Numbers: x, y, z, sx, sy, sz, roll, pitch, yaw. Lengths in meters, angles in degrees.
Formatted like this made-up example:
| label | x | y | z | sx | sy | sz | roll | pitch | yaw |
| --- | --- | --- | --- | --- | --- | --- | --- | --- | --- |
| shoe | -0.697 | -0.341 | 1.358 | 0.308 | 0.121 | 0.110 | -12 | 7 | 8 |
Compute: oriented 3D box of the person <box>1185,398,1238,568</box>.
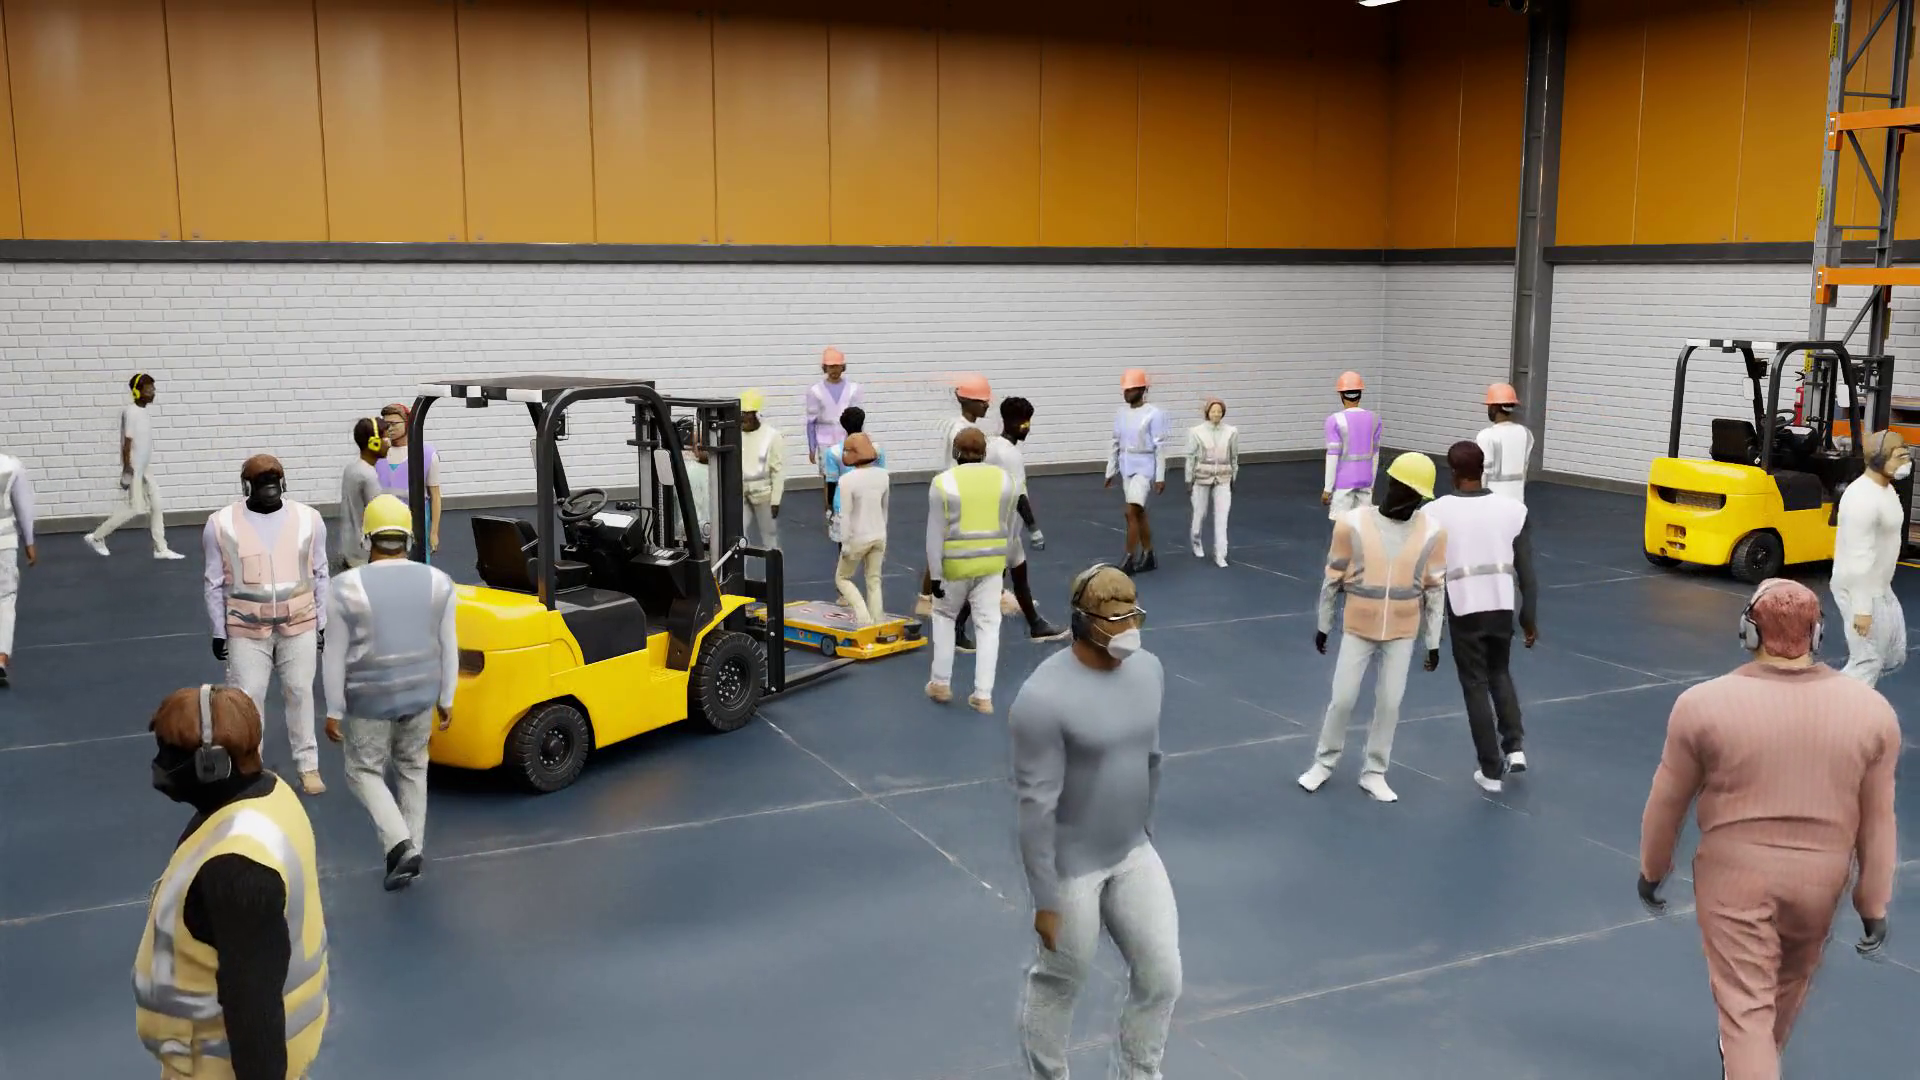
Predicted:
| label | x | y | z | sx | sy | sz | roll | pitch | yaw |
| --- | --- | --- | --- | --- | --- | --- | --- | --- | --- |
| person | 2.409 | -0.578 | 16.023 | 0.527 | 1.605 | 0.810 | -1 | 9 | -4 |

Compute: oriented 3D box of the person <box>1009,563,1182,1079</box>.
| label | x | y | z | sx | sy | sz | roll | pitch | yaw |
| --- | --- | --- | --- | --- | --- | --- | --- | --- | --- |
| person | 0.469 | 1.025 | 5.093 | 0.665 | 1.914 | 0.722 | -8 | 12 | -39 |

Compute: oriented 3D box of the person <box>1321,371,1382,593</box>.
| label | x | y | z | sx | sy | sz | roll | pitch | yaw |
| --- | --- | --- | --- | --- | --- | --- | --- | --- | --- |
| person | 3.400 | -0.504 | 14.546 | 0.544 | 1.933 | 0.376 | -3 | 10 | -21 |

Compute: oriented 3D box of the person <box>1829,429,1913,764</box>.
| label | x | y | z | sx | sy | sz | roll | pitch | yaw |
| --- | --- | --- | --- | --- | --- | --- | --- | --- | --- |
| person | 5.143 | 0.320 | 9.459 | 0.486 | 1.921 | 0.649 | 7 | 12 | 38 |

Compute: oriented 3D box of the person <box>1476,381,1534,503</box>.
| label | x | y | z | sx | sy | sz | roll | pitch | yaw |
| --- | --- | --- | --- | --- | --- | --- | --- | --- | --- |
| person | 4.294 | -0.301 | 13.291 | 0.565 | 1.930 | 0.394 | -4 | 10 | -24 |

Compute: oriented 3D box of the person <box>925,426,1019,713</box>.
| label | x | y | z | sx | sy | sz | roll | pitch | yaw |
| --- | --- | --- | --- | --- | --- | --- | --- | --- | --- |
| person | 0.043 | 0.172 | 10.729 | 0.640 | 1.814 | 0.742 | -3 | 10 | -18 |

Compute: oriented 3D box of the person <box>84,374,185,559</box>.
| label | x | y | z | sx | sy | sz | roll | pitch | yaw |
| --- | --- | --- | --- | --- | --- | --- | --- | --- | --- |
| person | -8.017 | -0.693 | 16.056 | 0.797 | 1.833 | 0.574 | -1 | 9 | -6 |

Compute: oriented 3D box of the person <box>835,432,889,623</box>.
| label | x | y | z | sx | sy | sz | roll | pitch | yaw |
| --- | --- | --- | --- | --- | --- | --- | --- | --- | --- |
| person | -0.728 | 0.012 | 12.331 | 0.506 | 1.625 | 0.344 | -8 | 12 | -40 |

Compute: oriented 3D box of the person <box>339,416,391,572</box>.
| label | x | y | z | sx | sy | sz | roll | pitch | yaw |
| --- | --- | --- | --- | --- | --- | --- | --- | --- | --- |
| person | -3.915 | 0.111 | 11.004 | 0.383 | 1.847 | 0.569 | -5 | 11 | -29 |

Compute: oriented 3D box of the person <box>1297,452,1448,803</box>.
| label | x | y | z | sx | sy | sz | roll | pitch | yaw |
| --- | --- | --- | --- | --- | --- | --- | --- | --- | --- |
| person | 2.186 | 0.461 | 8.728 | 0.691 | 1.877 | 0.493 | 1 | 9 | 8 |

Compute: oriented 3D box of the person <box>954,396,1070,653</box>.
| label | x | y | z | sx | sy | sz | roll | pitch | yaw |
| --- | --- | --- | --- | --- | --- | --- | --- | --- | --- |
| person | 0.316 | -0.114 | 12.254 | 1.012 | 1.903 | 0.606 | -2 | 9 | -9 |

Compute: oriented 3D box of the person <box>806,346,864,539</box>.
| label | x | y | z | sx | sy | sz | roll | pitch | yaw |
| --- | --- | --- | --- | --- | --- | --- | --- | --- | --- |
| person | -1.312 | -1.026 | 17.487 | 0.609 | 2.031 | 0.531 | -2 | 9 | -12 |

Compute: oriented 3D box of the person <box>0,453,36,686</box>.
| label | x | y | z | sx | sy | sz | roll | pitch | yaw |
| --- | --- | --- | --- | --- | --- | --- | --- | --- | --- |
| person | -6.642 | 0.031 | 11.305 | 0.615 | 1.917 | 0.944 | -4 | 10 | -25 |

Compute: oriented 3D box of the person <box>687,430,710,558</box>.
| label | x | y | z | sx | sy | sz | roll | pitch | yaw |
| --- | --- | --- | --- | --- | --- | --- | --- | --- | --- |
| person | -1.852 | -0.056 | 12.769 | 0.743 | 1.603 | 0.515 | 6 | 11 | 32 |

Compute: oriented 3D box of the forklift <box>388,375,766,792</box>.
| label | x | y | z | sx | sy | sz | roll | pitch | yaw |
| --- | --- | --- | --- | --- | --- | --- | --- | --- | --- |
| forklift | -2.268 | 0.149 | 9.685 | 1.214 | 2.155 | 2.313 | 6 | 11 | 32 |

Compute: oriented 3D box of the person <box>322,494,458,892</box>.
| label | x | y | z | sx | sy | sz | roll | pitch | yaw |
| --- | --- | --- | --- | --- | --- | --- | --- | --- | --- |
| person | -2.528 | 0.700 | 7.447 | 0.603 | 1.810 | 0.511 | -7 | 12 | -38 |

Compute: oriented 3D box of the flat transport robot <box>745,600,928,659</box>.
| label | x | y | z | sx | sy | sz | roll | pitch | yaw |
| --- | --- | --- | --- | --- | --- | --- | --- | --- | --- |
| flat transport robot | -0.988 | 0.652 | 12.507 | 1.431 | 0.197 | 0.652 | 8 | 12 | 41 |

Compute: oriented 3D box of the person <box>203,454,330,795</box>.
| label | x | y | z | sx | sy | sz | roll | pitch | yaw |
| --- | --- | --- | --- | --- | --- | --- | --- | --- | --- |
| person | -3.655 | 0.462 | 8.828 | 0.630 | 1.846 | 0.429 | -5 | 10 | -28 |

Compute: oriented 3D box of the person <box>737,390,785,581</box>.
| label | x | y | z | sx | sy | sz | roll | pitch | yaw |
| --- | --- | --- | --- | --- | --- | --- | --- | --- | --- |
| person | -1.798 | -0.365 | 14.115 | 0.625 | 1.785 | 0.902 | 3 | 10 | 19 |

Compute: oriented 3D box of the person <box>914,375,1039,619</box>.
| label | x | y | z | sx | sy | sz | roll | pitch | yaw |
| --- | --- | --- | --- | --- | --- | --- | --- | --- | --- |
| person | 0.088 | -0.321 | 13.267 | 1.019 | 1.984 | 0.604 | 2 | 9 | 11 |

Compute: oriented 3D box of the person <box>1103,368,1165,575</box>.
| label | x | y | z | sx | sy | sz | roll | pitch | yaw |
| --- | --- | --- | --- | --- | --- | --- | --- | --- | --- |
| person | 1.542 | -0.618 | 15.315 | 0.798 | 1.905 | 0.562 | -7 | 12 | -38 |

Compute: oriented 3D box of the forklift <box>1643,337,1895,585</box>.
| label | x | y | z | sx | sy | sz | roll | pitch | yaw |
| --- | --- | --- | --- | --- | --- | --- | --- | --- | --- |
| forklift | 7.551 | -0.789 | 15.507 | 2.313 | 2.155 | 1.214 | -4 | 10 | -25 |

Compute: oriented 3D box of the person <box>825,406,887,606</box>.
| label | x | y | z | sx | sy | sz | roll | pitch | yaw |
| --- | --- | --- | --- | --- | --- | --- | --- | --- | --- |
| person | -0.858 | -0.258 | 13.753 | 0.524 | 1.694 | 0.318 | -3 | 10 | -16 |

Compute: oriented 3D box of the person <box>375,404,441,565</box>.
| label | x | y | z | sx | sy | sz | roll | pitch | yaw |
| --- | --- | --- | --- | --- | --- | --- | --- | --- | --- |
| person | -4.070 | -0.083 | 12.198 | 0.565 | 1.846 | 0.388 | 1 | 9 | 7 |

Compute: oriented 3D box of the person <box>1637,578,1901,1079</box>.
| label | x | y | z | sx | sy | sz | roll | pitch | yaw |
| --- | --- | --- | --- | --- | --- | --- | --- | --- | --- |
| person | 2.497 | 1.033 | 5.235 | 0.677 | 1.850 | 0.996 | 1 | 9 | 9 |

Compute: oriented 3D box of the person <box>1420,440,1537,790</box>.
| label | x | y | z | sx | sy | sz | roll | pitch | yaw |
| --- | --- | --- | --- | --- | --- | --- | --- | --- | --- |
| person | 2.807 | 0.408 | 9.063 | 0.601 | 1.882 | 0.554 | 0 | 9 | -2 |

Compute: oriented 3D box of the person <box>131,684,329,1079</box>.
| label | x | y | z | sx | sy | sz | roll | pitch | yaw |
| --- | --- | --- | --- | --- | --- | --- | --- | --- | --- |
| person | -1.770 | 1.240 | 4.052 | 0.448 | 1.829 | 0.634 | -2 | 9 | -15 |
